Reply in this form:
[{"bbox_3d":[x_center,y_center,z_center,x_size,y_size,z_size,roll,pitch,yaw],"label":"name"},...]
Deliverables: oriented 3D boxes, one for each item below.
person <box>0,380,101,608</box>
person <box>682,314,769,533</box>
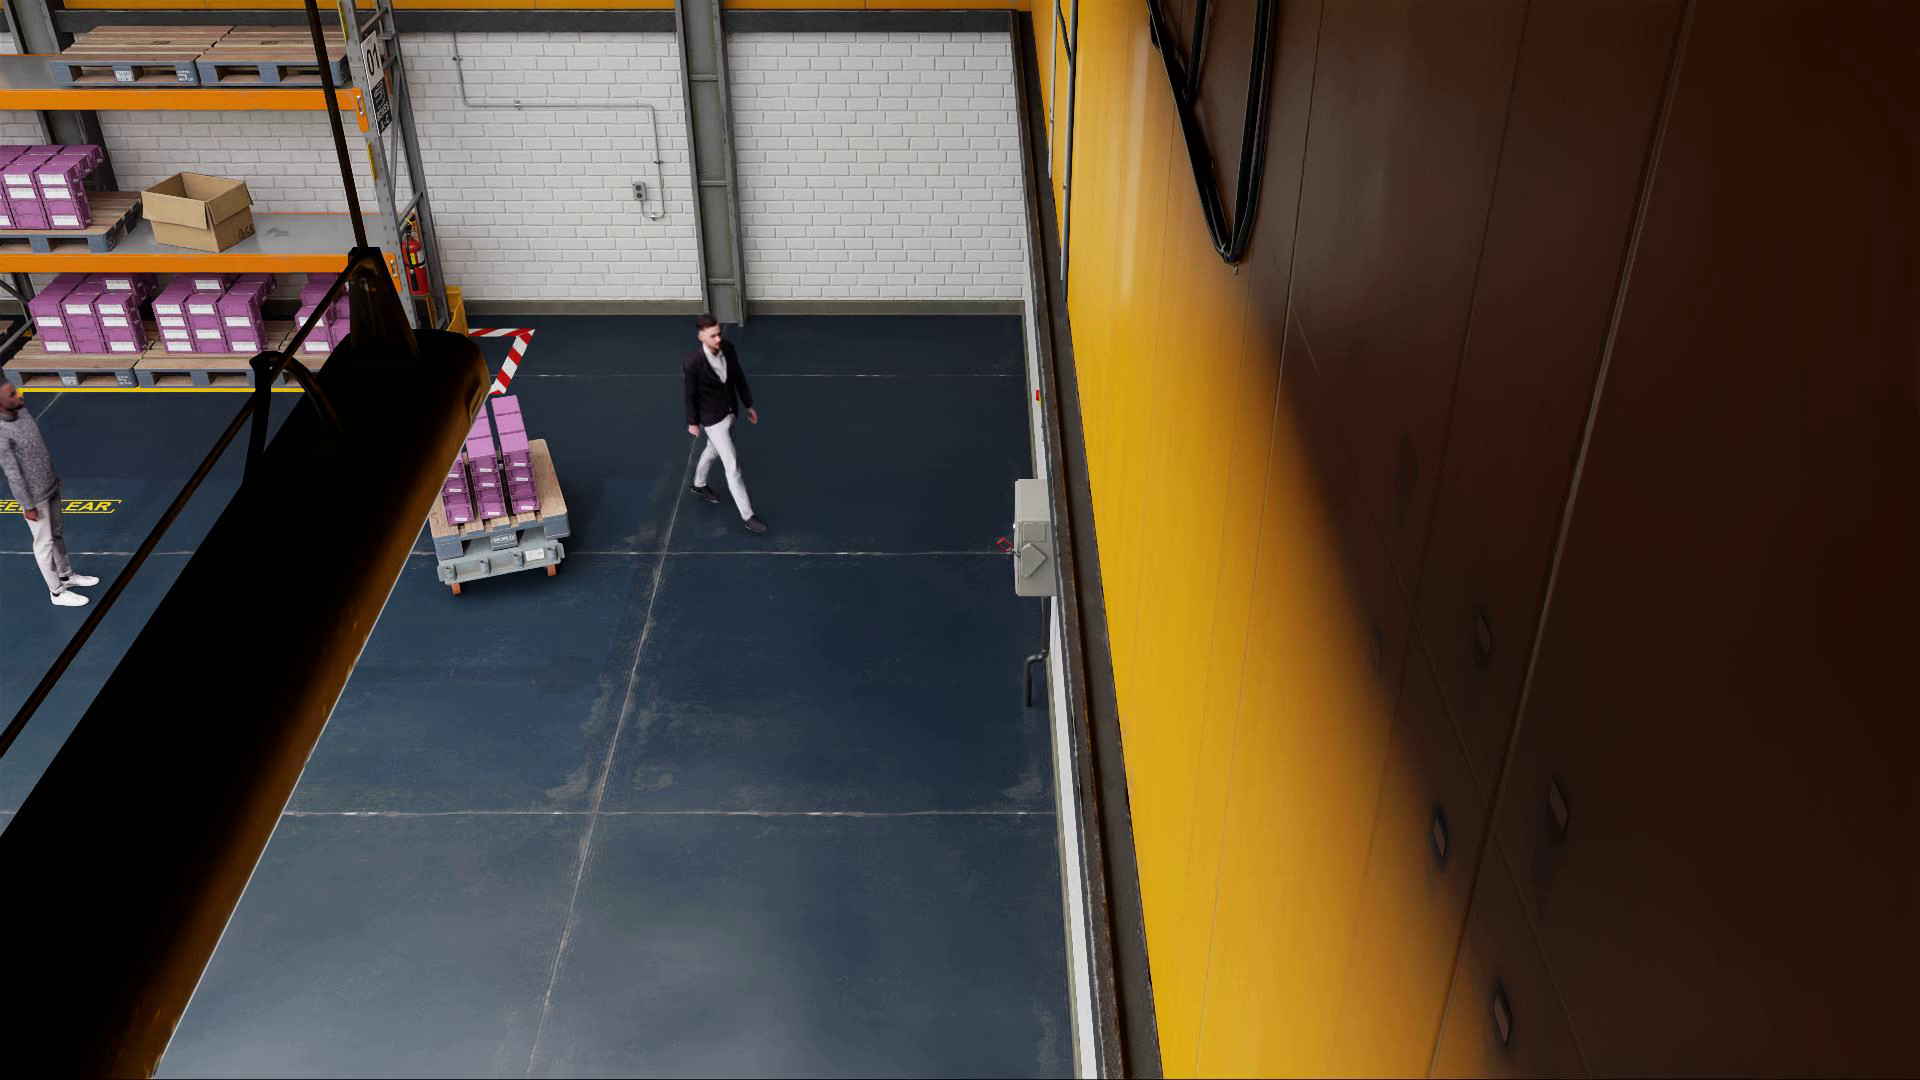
[{"bbox_3d":[-6.830,-0.365,12.271,0.571,1.838,0.705,-3,34,-5],"label":"person"},{"bbox_3d":[-1.979,-0.992,13.259,1.284,1.790,1.158,25,41,32],"label":"person"}]
